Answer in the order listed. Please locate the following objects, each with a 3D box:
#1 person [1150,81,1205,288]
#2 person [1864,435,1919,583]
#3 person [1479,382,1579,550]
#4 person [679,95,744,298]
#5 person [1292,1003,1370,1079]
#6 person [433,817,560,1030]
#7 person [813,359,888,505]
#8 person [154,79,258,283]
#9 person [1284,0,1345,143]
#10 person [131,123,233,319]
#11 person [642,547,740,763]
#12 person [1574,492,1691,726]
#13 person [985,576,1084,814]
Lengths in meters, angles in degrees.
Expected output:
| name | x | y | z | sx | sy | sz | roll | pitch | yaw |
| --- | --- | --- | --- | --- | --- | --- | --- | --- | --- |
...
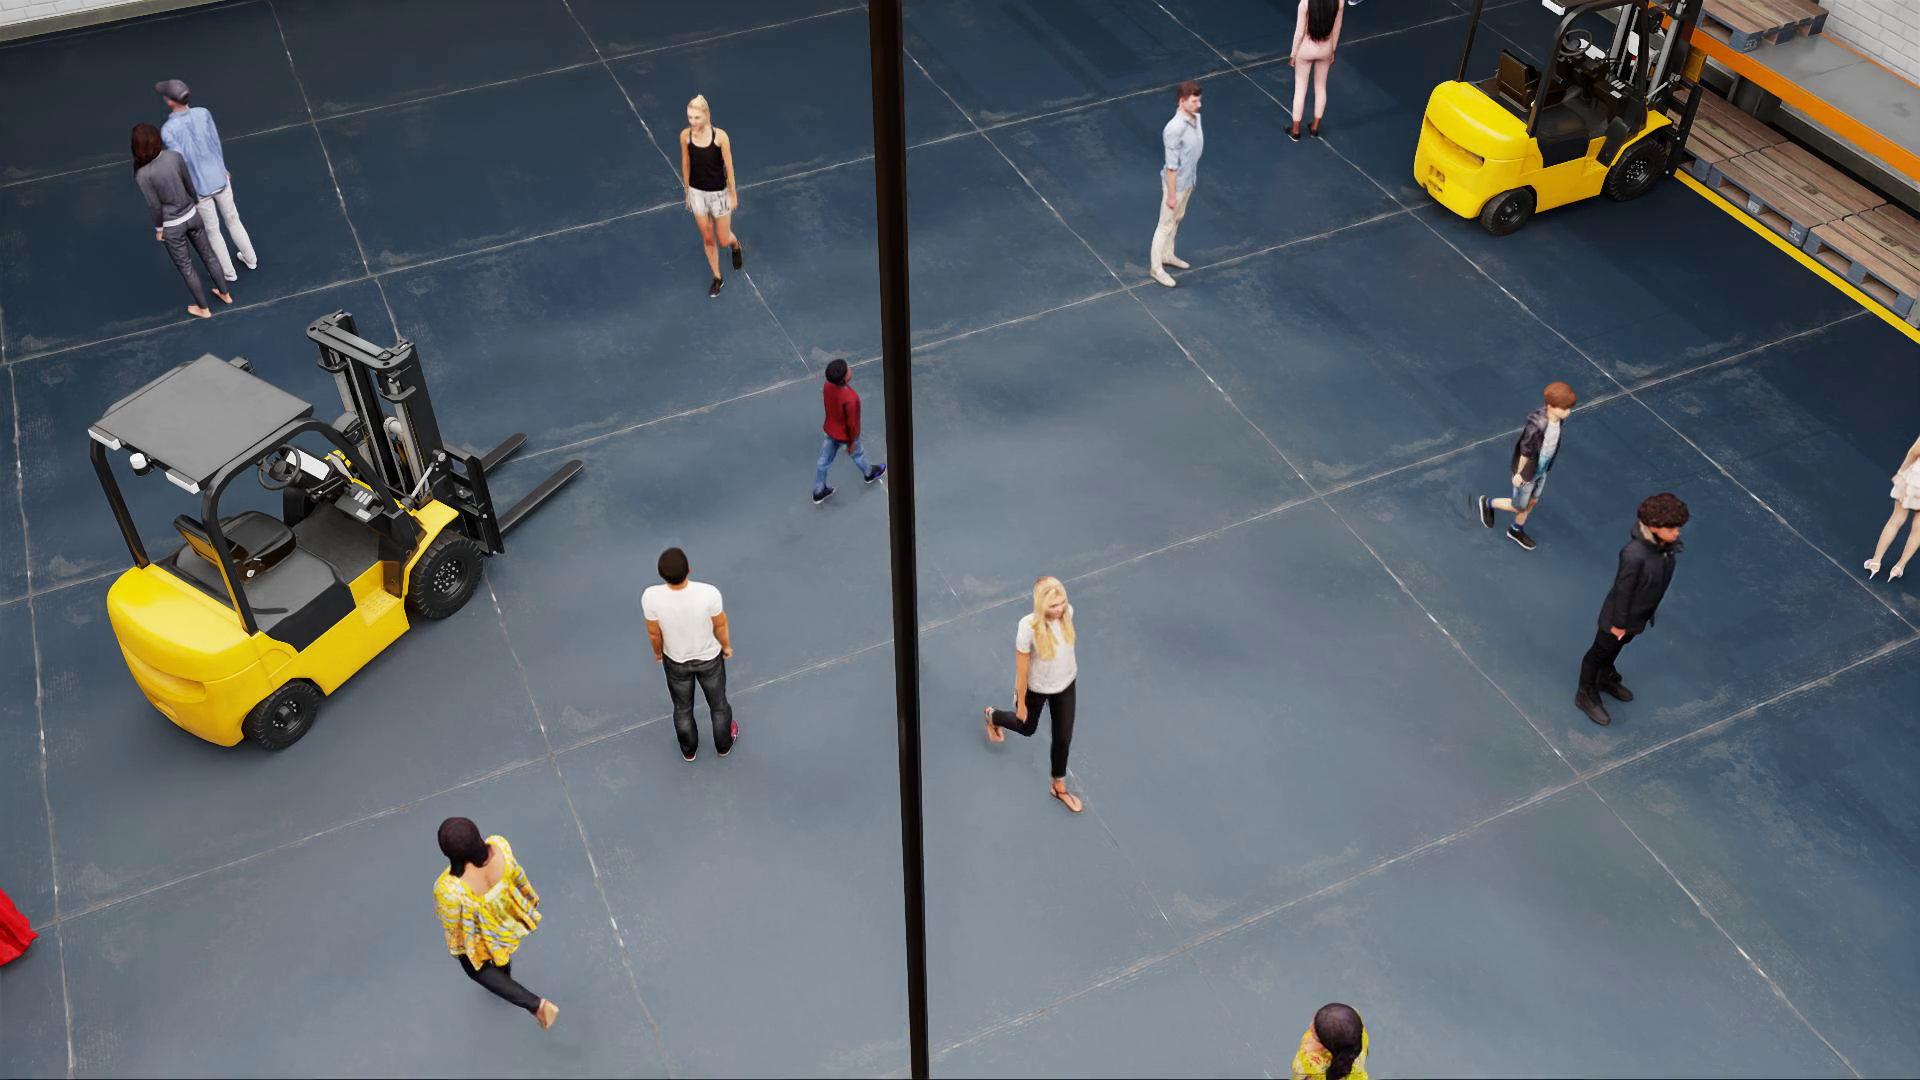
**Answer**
| name | x | y | z | sx | sy | sz | roll | pitch | yaw |
| --- | --- | --- | --- | --- | --- | --- | --- | --- | --- |
| person | 1.861 | -3.071 | 14.188 | 0.738 | 1.847 | 0.727 | 22 | 48 | 21 |
| person | 6.665 | -0.398 | 11.463 | 0.653 | 1.736 | 0.728 | 18 | 46 | 18 |
| person | 4.035 | -0.558 | 11.845 | 0.638 | 1.440 | 0.772 | -28 | 50 | -26 |
| person | -2.096 | -2.983 | 14.104 | 0.818 | 1.835 | 0.908 | 7 | 44 | 8 |
| person | 1.884 | 2.804 | 8.205 | 1.338 | 1.603 | 1.235 | 18 | 47 | 18 |
| person | -2.493 | 2.092 | 8.921 | 1.051 | 1.637 | 0.973 | 20 | 47 | 20 |
| person | -0.924 | -0.769 | 12.227 | 0.882 | 1.219 | 0.774 | 33 | 53 | 30 |
| person | -6.427 | -3.063 | 14.151 | 0.757 | 1.885 | 0.744 | 24 | 49 | 23 |
| person | 3.394 | -4.656 | 15.943 | 0.666 | 1.720 | 0.618 | -7 | 44 | -8 |
| person | -6.486 | -2.664 | 13.819 | 0.706 | 1.767 | 0.690 | 22 | 48 | 22 |
| person | -1.659 | 0.700 | 10.267 | 0.702 | 1.805 | 0.655 | -4 | 44 | -4 |
| person | 4.263 | 0.404 | 10.588 | 0.689 | 1.781 | 0.694 | -31 | 52 | -28 |
| person | 0.445 | 0.849 | 10.111 | 0.795 | 1.796 | 1.177 | -29 | 51 | -27 |
